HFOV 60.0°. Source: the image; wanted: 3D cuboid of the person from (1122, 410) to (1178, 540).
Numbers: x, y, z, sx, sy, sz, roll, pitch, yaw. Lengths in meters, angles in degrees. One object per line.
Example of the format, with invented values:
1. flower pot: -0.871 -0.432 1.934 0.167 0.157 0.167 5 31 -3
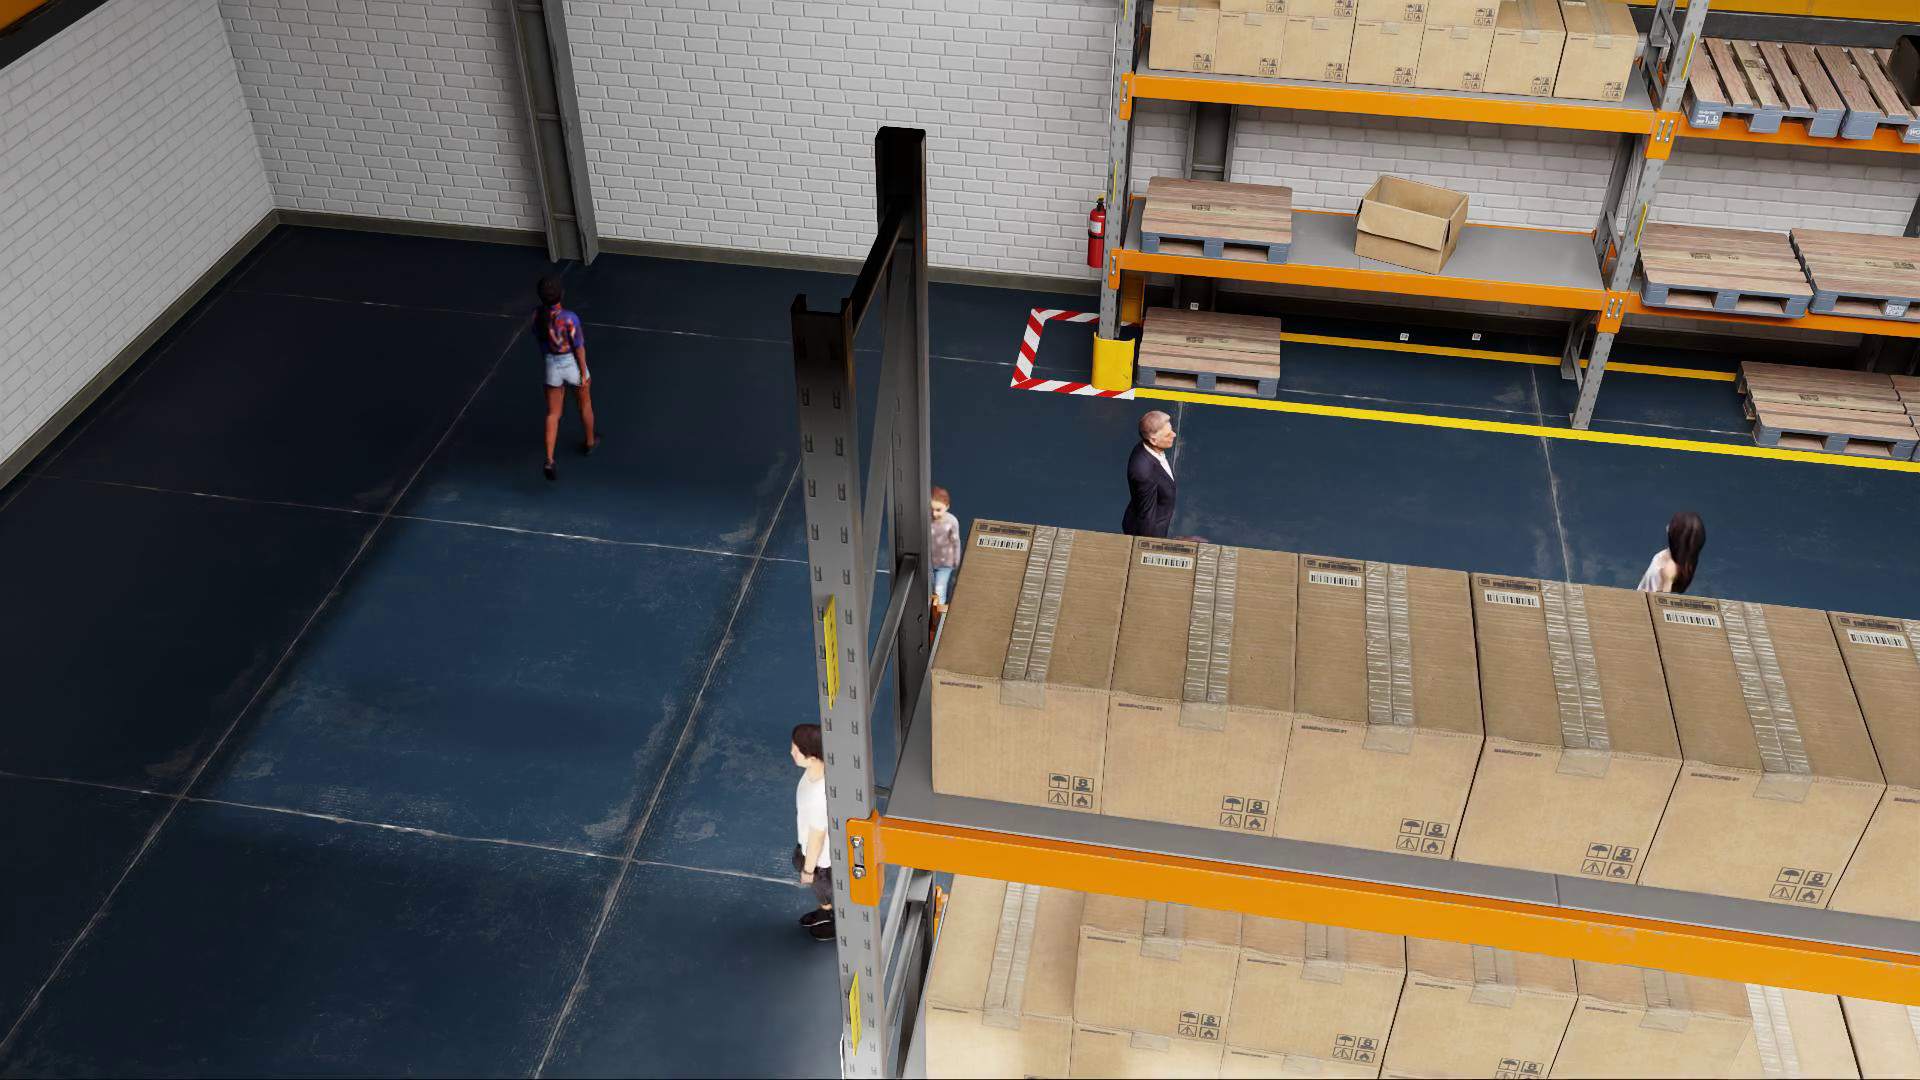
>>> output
1. person: 1.283 -0.129 11.434 0.588 1.815 0.698 4 39 5

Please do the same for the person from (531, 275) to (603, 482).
1. person: -3.116 -1.255 12.920 0.973 1.720 0.632 7 39 9

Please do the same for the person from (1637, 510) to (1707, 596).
1. person: 4.425 0.428 10.871 0.724 1.648 0.837 8 39 10

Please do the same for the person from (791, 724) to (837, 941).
1. person: -0.683 1.651 9.286 0.675 1.713 0.715 -3 39 -4
